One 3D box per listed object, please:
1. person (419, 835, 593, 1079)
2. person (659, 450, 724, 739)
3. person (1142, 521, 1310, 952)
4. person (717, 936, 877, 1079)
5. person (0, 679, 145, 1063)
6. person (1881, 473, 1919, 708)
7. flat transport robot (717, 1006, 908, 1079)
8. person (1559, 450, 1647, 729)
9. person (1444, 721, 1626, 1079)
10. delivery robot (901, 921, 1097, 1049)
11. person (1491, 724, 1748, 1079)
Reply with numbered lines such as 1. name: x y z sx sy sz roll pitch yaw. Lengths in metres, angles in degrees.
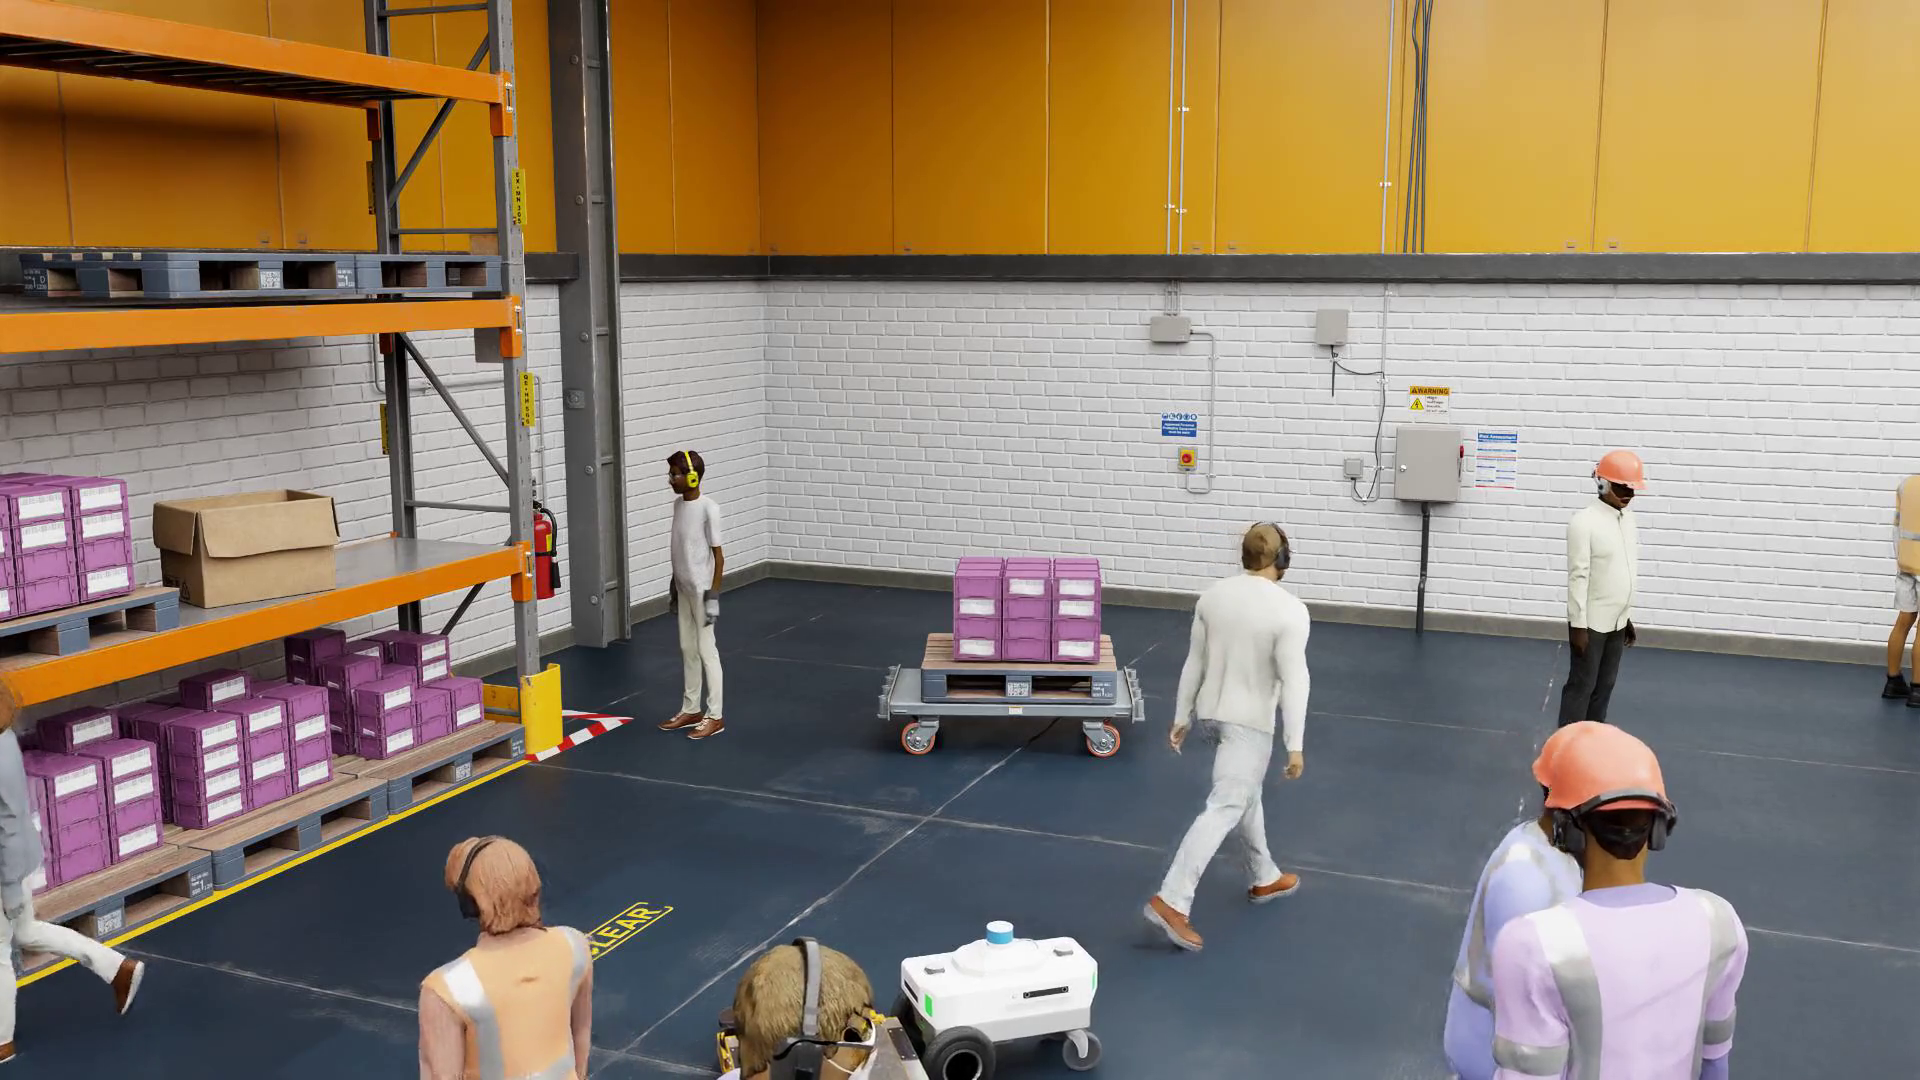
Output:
1. person: -1.152 1.540 4.215 0.563 1.615 0.563 8 12 39
2. person: -1.722 0.347 10.723 0.330 1.865 0.518 -8 13 -41
3. person: 1.228 0.862 7.619 1.081 1.877 0.669 -6 11 -33
4. person: -0.290 1.610 2.847 0.371 1.936 0.627 -3 10 -16
5. person: -3.510 1.214 6.285 0.656 1.602 0.534 -6 11 -34
6. person: 6.679 0.189 11.459 0.377 1.932 0.552 -1 9 -6
7. flat transport robot: -0.432 1.963 5.739 0.652 0.197 1.431 -2 10 -15
8. person: 3.728 0.465 9.631 0.611 1.985 0.393 -8 12 -40
9. person: 1.473 1.375 4.440 0.641 1.877 0.567 5 10 27
10. delivery robot: 0.151 1.685 6.280 0.707 0.478 0.477 -3 10 -18
11. person: 1.410 1.415 3.733 0.611 2.032 0.403 -3 10 -17
